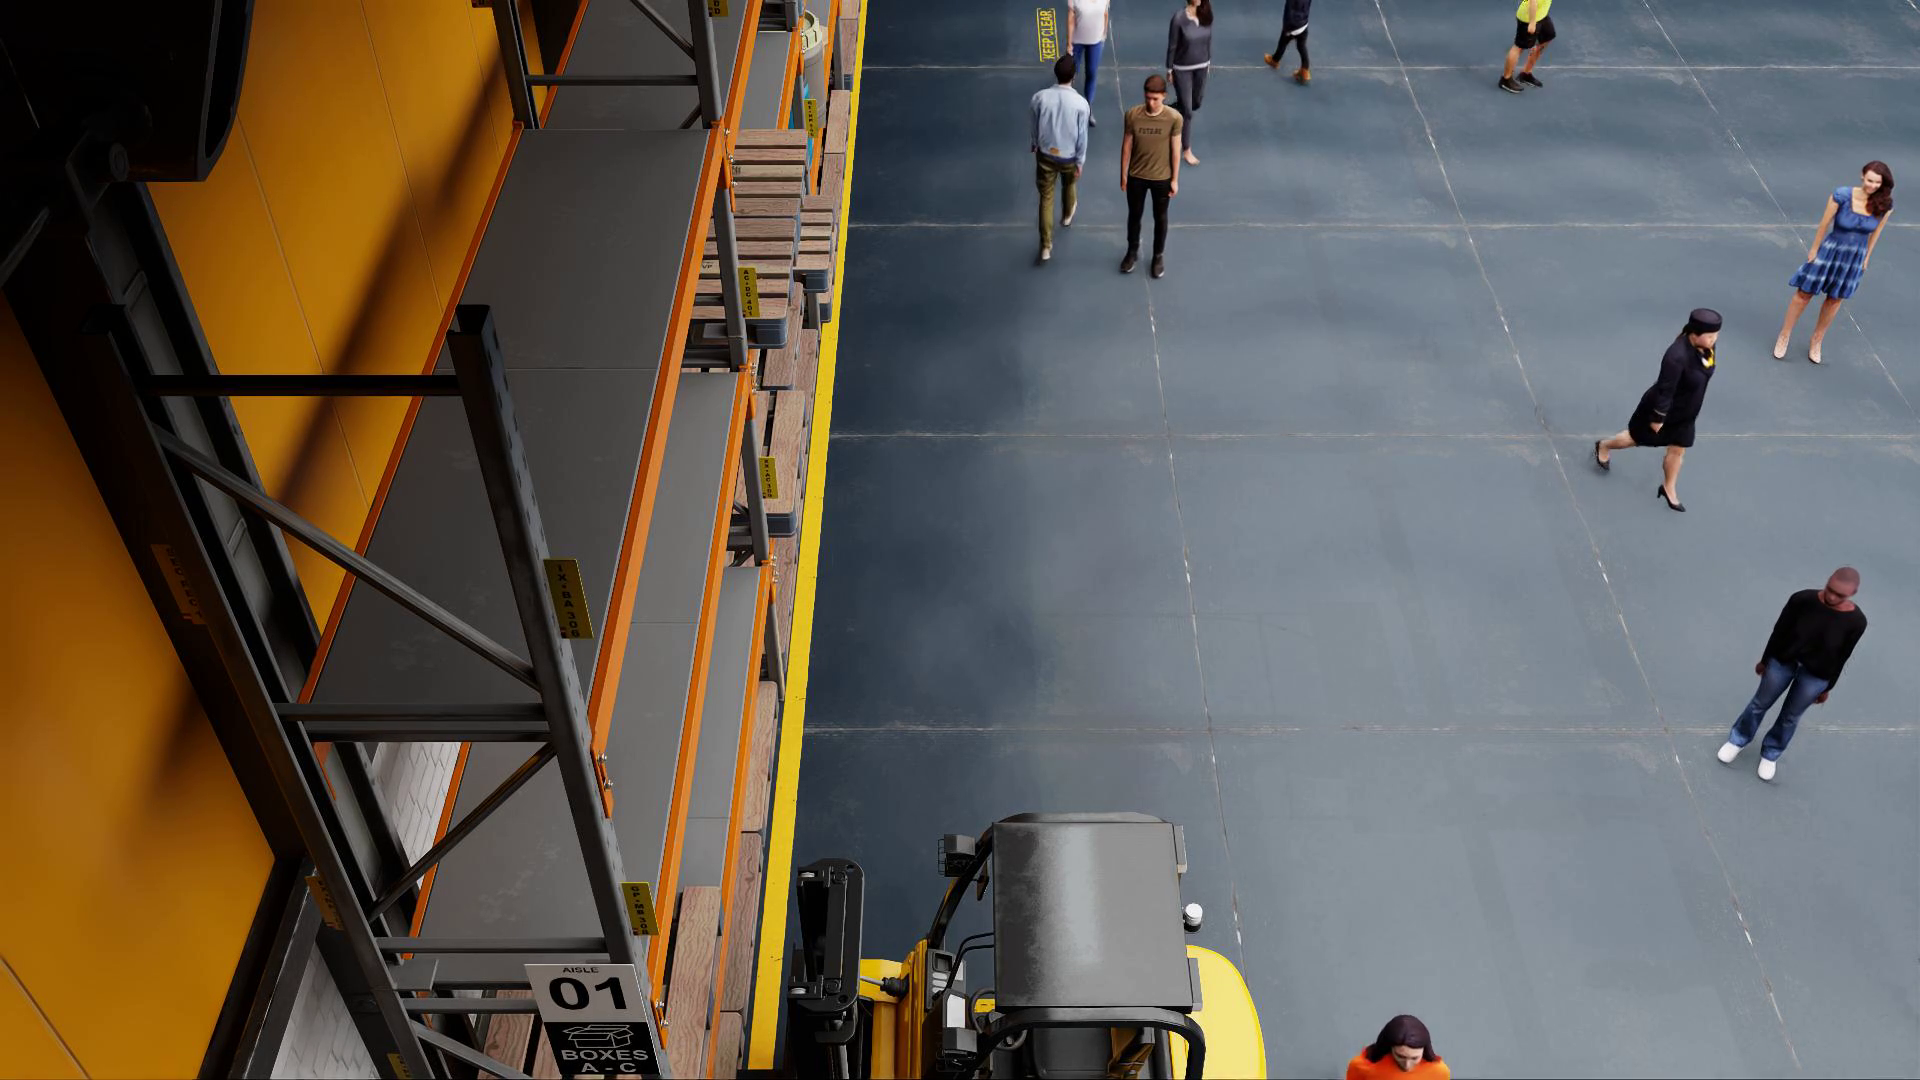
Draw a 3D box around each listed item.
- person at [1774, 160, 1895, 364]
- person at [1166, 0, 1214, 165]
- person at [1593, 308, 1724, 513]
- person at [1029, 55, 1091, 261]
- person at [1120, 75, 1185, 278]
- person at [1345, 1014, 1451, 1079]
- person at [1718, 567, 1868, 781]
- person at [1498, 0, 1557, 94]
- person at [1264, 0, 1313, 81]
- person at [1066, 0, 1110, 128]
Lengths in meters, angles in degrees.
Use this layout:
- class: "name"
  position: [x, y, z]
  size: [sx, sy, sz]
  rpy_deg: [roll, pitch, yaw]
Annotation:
- class: "person"
  position: [6.980, -2.208, 13.250]
  size: [0.713, 1.806, 0.640]
  rpy_deg: [9, 44, 9]
- class: "person"
  position: [2.118, -4.470, 15.669]
  size: [0.925, 1.745, 1.105]
  rpy_deg: [-21, 47, -20]
- class: "person"
  position: [5.094, -1.002, 12.104]
  size: [1.082, 1.639, 1.201]
  rpy_deg: [-26, 50, -25]
- class: "person"
  position: [0.824, -3.268, 14.390]
  size: [0.845, 1.768, 1.222]
  rpy_deg: [9, 44, 9]
- class: "person"
  position: [1.625, -3.124, 14.180]
  size: [0.712, 1.849, 0.641]
  rpy_deg: [9, 44, 9]
- class: "person"
  position: [2.047, 2.745, 8.101]
  size: [0.680, 1.737, 0.833]
  rpy_deg: [5, 44, 5]
- class: "person"
  position: [5.127, 0.780, 10.157]
  size: [0.688, 1.746, 0.715]
  rpy_deg: [25, 49, 24]
- class: "person"
  position: [5.644, -5.287, 16.564]
  size: [0.854, 1.693, 0.773]
  rpy_deg: [26, 49, 25]
- class: "person"
  position: [3.455, -5.234, 16.866]
  size: [0.781, 1.199, 0.914]
  rpy_deg: [-25, 49, -24]
- class: "person"
  position: [1.177, -4.851, 16.121]
  size: [0.751, 1.671, 0.967]
  rpy_deg: [-10, 44, -10]
